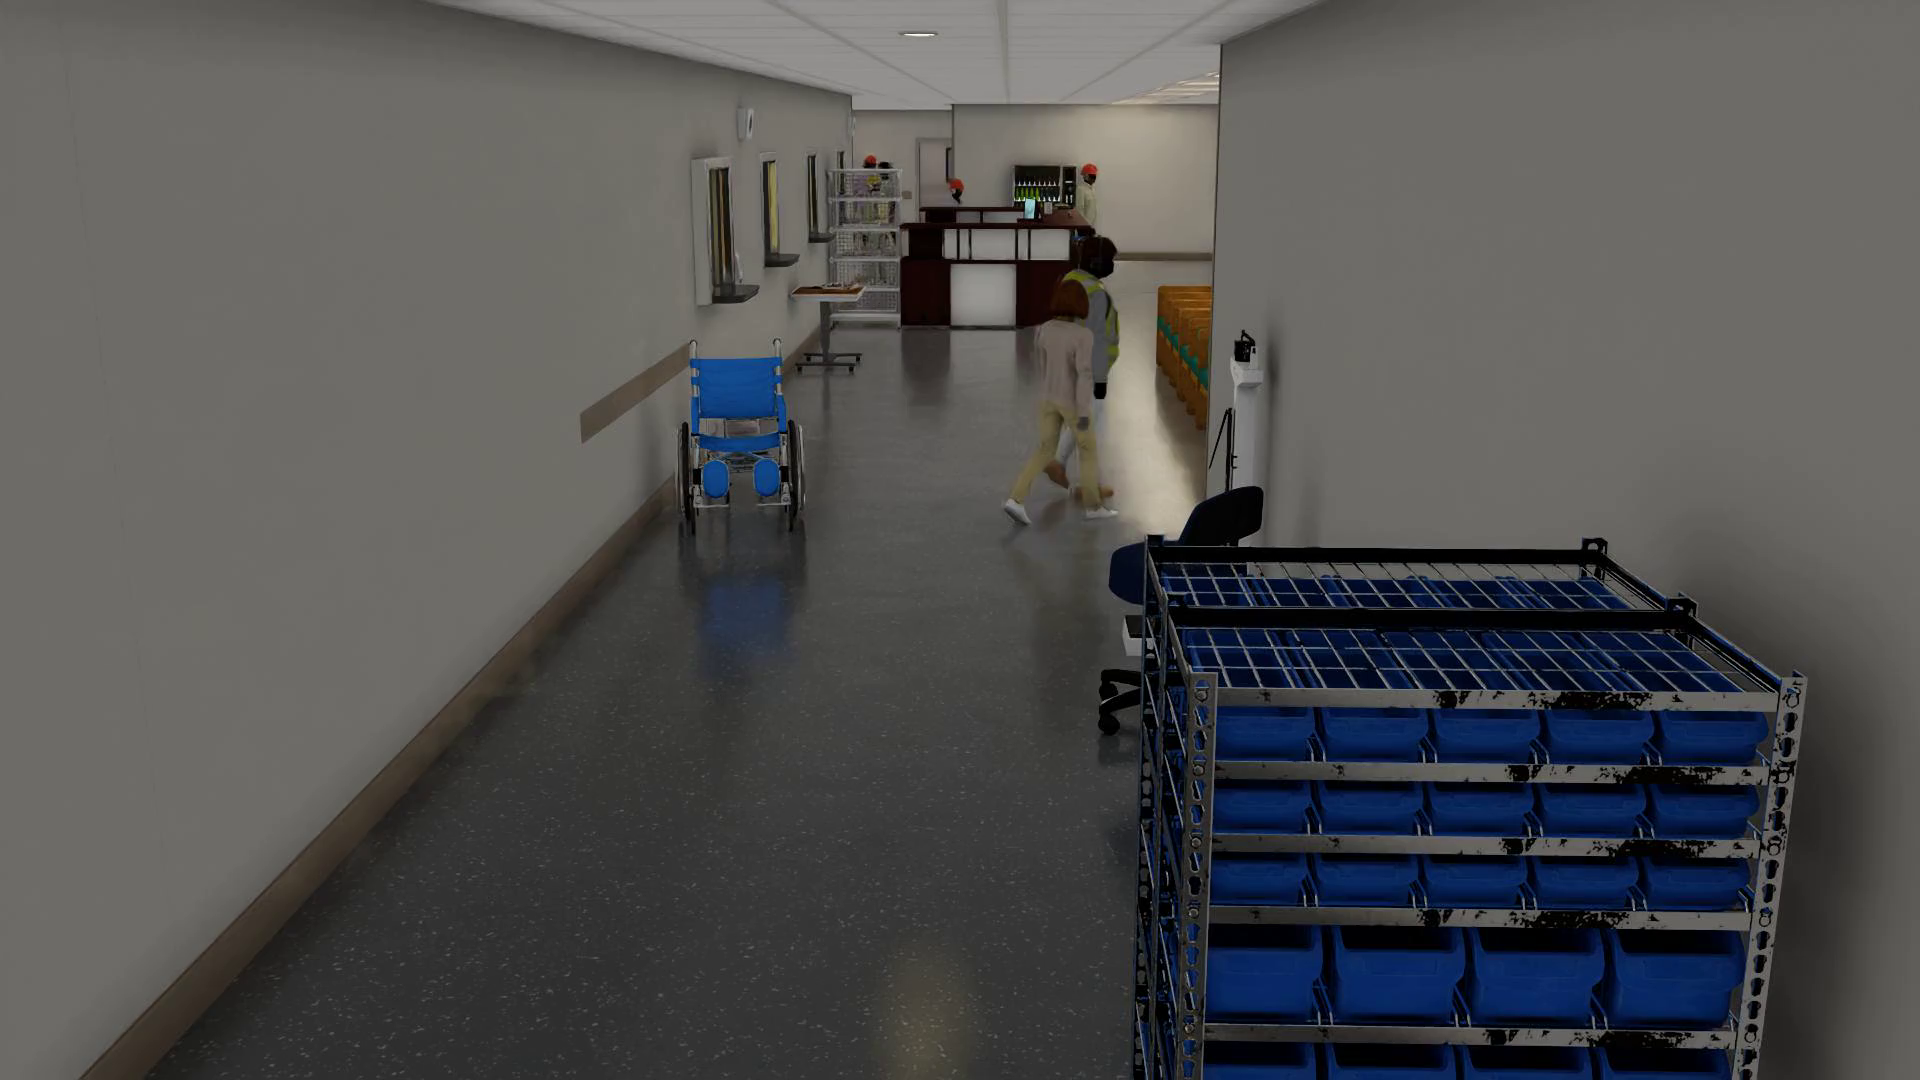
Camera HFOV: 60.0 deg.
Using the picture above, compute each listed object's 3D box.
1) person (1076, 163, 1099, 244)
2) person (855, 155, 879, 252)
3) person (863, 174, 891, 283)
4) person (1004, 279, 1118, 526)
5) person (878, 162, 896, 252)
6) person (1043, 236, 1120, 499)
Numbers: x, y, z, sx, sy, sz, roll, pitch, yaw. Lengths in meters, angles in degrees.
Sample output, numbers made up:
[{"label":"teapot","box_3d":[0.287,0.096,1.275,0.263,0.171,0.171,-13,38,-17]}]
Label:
[{"label":"person","box_3d":[2.081,-5.156,27.249,0.396,1.992,0.622,6,15,23]},{"label":"person","box_3d":[-1.857,-6.886,34.226,0.584,2.018,0.645,-12,19,-41]},{"label":"person","box_3d":[-1.379,-5.040,27.153,0.403,1.818,0.601,10,17,35]},{"label":"person","box_3d":[0.652,-0.878,10.713,0.817,1.600,0.508,-11,17,-37]},{"label":"person","box_3d":[-1.420,-6.411,32.482,0.720,1.917,0.623,-12,18,-41]},{"label":"person","box_3d":[0.874,-1.171,11.433,0.442,1.823,0.640,-4,14,-14]}]
